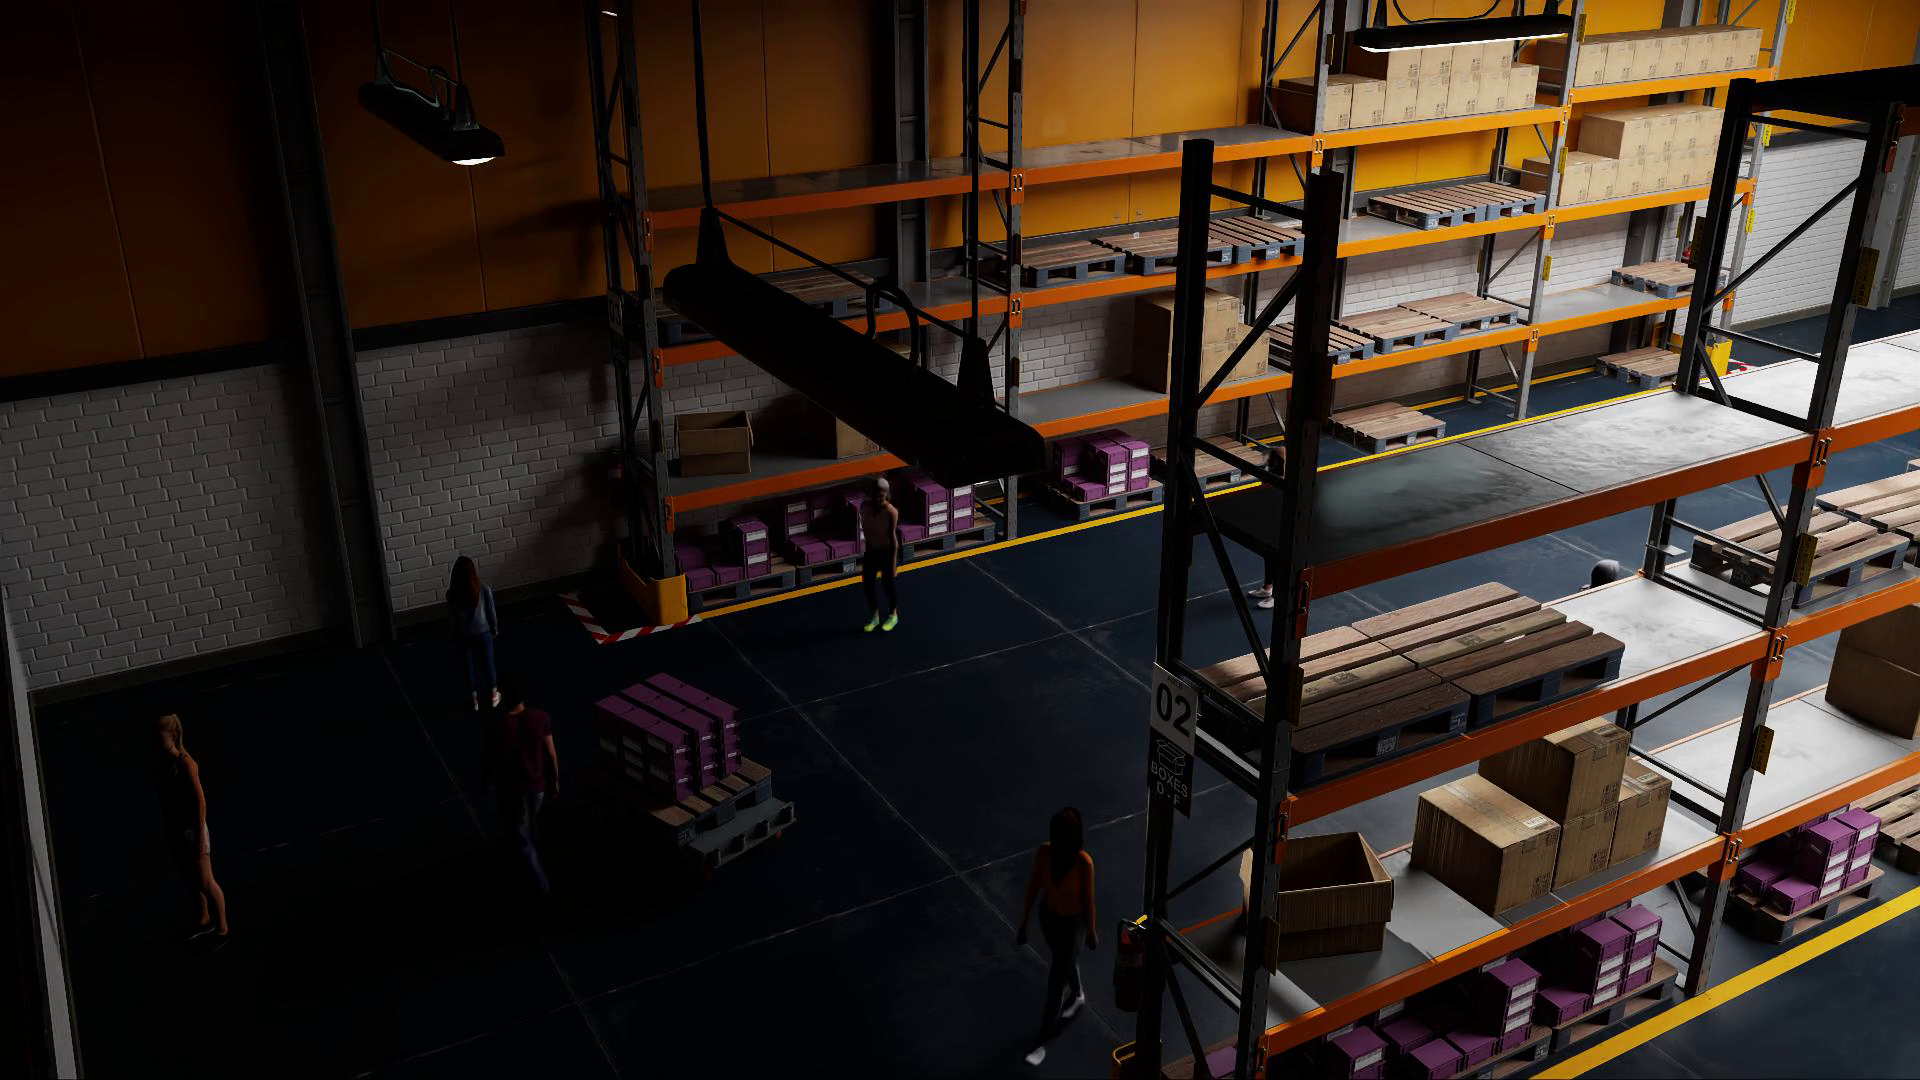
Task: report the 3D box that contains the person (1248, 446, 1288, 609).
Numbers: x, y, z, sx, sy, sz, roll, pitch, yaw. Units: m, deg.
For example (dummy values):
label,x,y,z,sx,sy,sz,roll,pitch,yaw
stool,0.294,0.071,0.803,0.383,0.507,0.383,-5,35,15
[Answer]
label,x,y,z,sx,sy,sz,roll,pitch,yaw
person,3.161,-0.146,16.748,0.630,1.704,0.668,-4,24,-8

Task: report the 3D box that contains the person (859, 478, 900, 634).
label,x,y,z,sx,sy,sz,roll,pitch,yaw
person,-0.738,0.129,16.163,0.777,1.669,0.842,17,29,34

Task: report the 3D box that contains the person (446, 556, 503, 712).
label,x,y,z,sx,sy,sz,roll,pitch,yaw
person,-4.331,0.825,14.809,0.511,1.477,0.662,-7,25,-16

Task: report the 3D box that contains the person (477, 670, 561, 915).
label,x,y,z,sx,sy,sz,roll,pitch,yaw
person,-3.145,1.855,12.040,1.170,1.808,0.864,-18,29,-35

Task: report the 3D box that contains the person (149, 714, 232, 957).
label,x,y,z,sx,sy,sz,roll,pitch,yaw
person,-5.404,2.020,11.617,0.687,1.843,0.663,17,29,34

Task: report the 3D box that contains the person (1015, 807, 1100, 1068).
label,x,y,z,sx,sy,sz,roll,pitch,yaw
person,0.703,2.468,10.774,0.992,1.699,1.230,14,27,28
